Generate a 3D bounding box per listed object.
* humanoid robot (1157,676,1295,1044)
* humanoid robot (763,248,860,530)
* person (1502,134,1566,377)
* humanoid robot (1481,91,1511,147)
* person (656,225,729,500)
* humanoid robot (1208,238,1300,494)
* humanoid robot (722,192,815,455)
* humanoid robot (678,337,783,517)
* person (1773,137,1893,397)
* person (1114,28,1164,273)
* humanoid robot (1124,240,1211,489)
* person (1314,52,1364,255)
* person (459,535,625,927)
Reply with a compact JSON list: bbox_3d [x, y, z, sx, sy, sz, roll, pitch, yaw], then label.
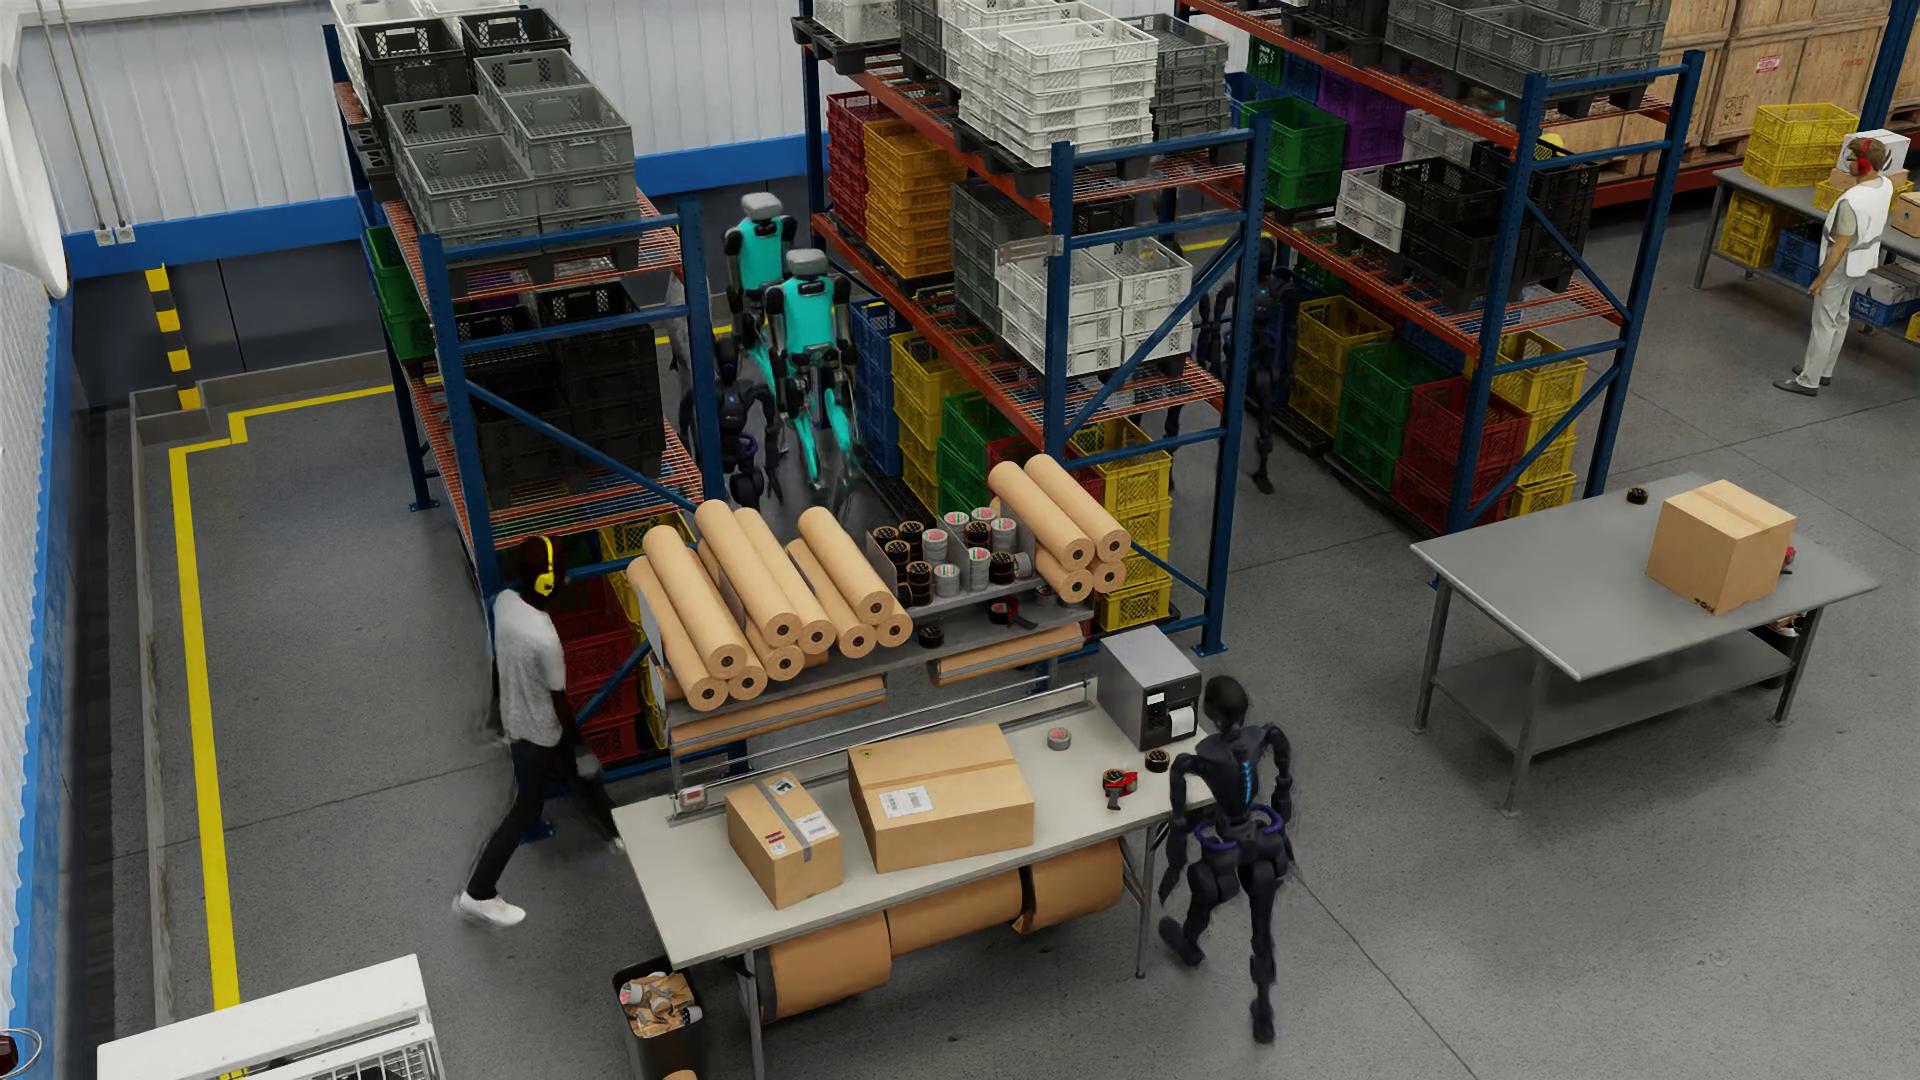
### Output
[{"bbox_3d":[1.086,1.225,6.665,0.605,1.619,0.740,-12,34,-19],"label":"humanoid robot"},{"bbox_3d":[-0.779,-0.749,9.853,0.543,1.829,0.818,-15,35,-22],"label":"humanoid robot"},{"bbox_3d":[4.032,-2.022,11.826,0.312,1.767,0.533,0,32,0],"label":"person"},{"bbox_3d":[4.149,-3.039,13.588,0.560,1.848,0.815,-16,35,-25],"label":"humanoid robot"},{"bbox_3d":[-1.664,-1.088,10.211,0.314,1.869,0.534,-15,35,-23],"label":"person"},{"bbox_3d":[1.819,-1.076,10.362,0.595,1.653,0.372,-1,32,-2],"label":"humanoid robot"},{"bbox_3d":[-1.149,-1.281,10.726,0.549,1.878,0.652,-25,39,-34],"label":"humanoid robot"},{"bbox_3d":[-1.291,-0.365,9.212,0.598,1.643,0.356,-11,33,-17],"label":"humanoid robot"},{"bbox_3d":[6.104,-1.873,11.513,0.564,1.840,0.391,-26,40,-35],"label":"person"},{"bbox_3d":[1.401,-3.034,13.232,0.854,2.012,0.643,-15,35,-23],"label":"person"},{"bbox_3d":[1.268,-1.100,10.404,0.608,1.648,0.389,-3,32,-5],"label":"humanoid robot"},{"bbox_3d":[3.133,-3.227,13.725,0.620,1.833,0.430,-18,36,-27],"label":"person"},{"bbox_3d":[-1.813,0.797,7.205,1.012,1.811,0.573,-18,36,-27],"label":"person"}]
